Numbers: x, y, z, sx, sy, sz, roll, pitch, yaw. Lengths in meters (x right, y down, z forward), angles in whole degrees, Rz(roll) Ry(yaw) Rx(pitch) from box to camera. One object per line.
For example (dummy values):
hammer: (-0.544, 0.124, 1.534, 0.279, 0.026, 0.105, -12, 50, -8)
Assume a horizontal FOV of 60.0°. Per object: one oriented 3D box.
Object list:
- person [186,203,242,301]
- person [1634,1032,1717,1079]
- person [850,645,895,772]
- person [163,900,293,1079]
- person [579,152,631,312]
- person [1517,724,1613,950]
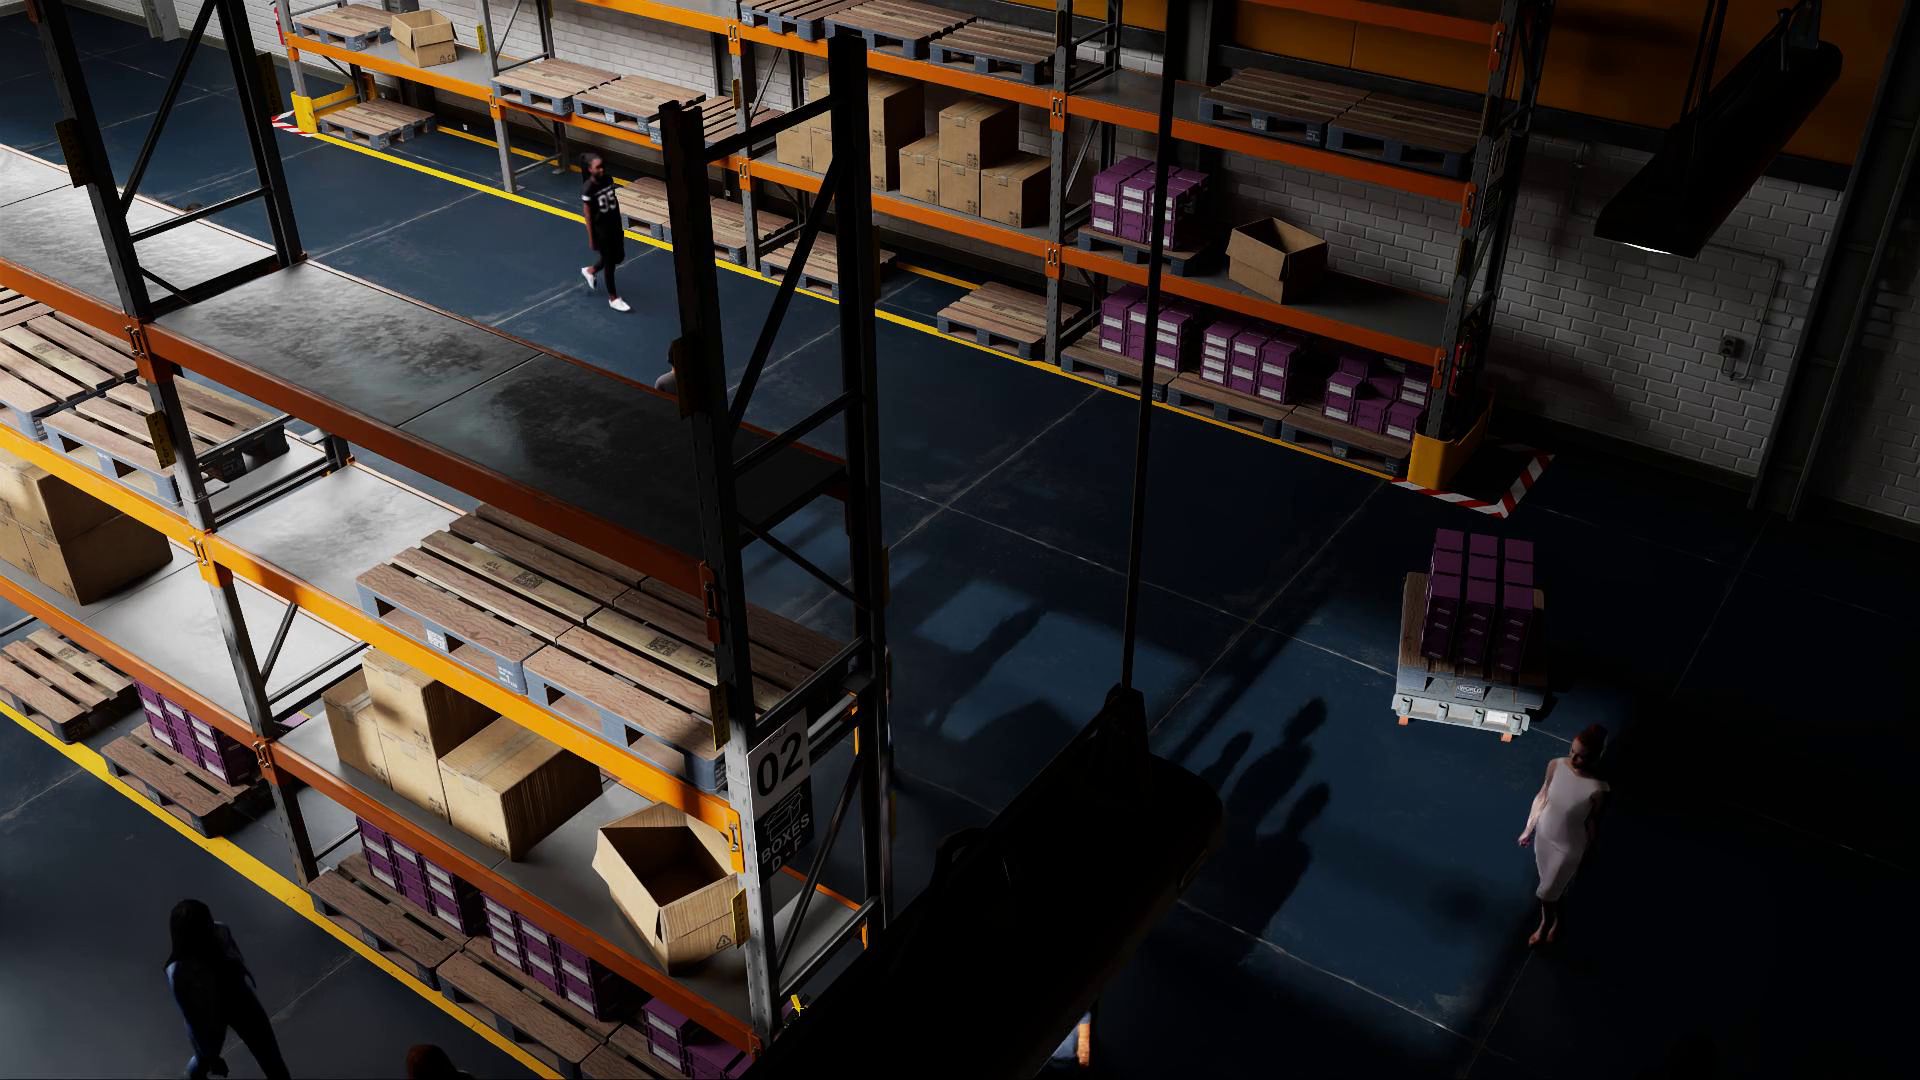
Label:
person: (-7.501, -2.627, 16.696, 0.654, 1.645, 0.695, -21, 39, -29)
person: (3.386, 3.055, 8.161, 0.704, 1.630, 0.569, -26, 41, -33)
person: (-0.584, 1.084, 11.533, 0.764, 1.181, 0.885, -10, 35, -15)
person: (-4.006, 2.563, 8.876, 1.245, 1.659, 0.794, 13, 36, 19)
person: (-3.826, -3.285, 17.625, 0.931, 1.713, 0.674, 17, 37, 24)
person: (3.661, 1.782, 9.936, 0.740, 1.785, 0.677, -17, 37, -24)
